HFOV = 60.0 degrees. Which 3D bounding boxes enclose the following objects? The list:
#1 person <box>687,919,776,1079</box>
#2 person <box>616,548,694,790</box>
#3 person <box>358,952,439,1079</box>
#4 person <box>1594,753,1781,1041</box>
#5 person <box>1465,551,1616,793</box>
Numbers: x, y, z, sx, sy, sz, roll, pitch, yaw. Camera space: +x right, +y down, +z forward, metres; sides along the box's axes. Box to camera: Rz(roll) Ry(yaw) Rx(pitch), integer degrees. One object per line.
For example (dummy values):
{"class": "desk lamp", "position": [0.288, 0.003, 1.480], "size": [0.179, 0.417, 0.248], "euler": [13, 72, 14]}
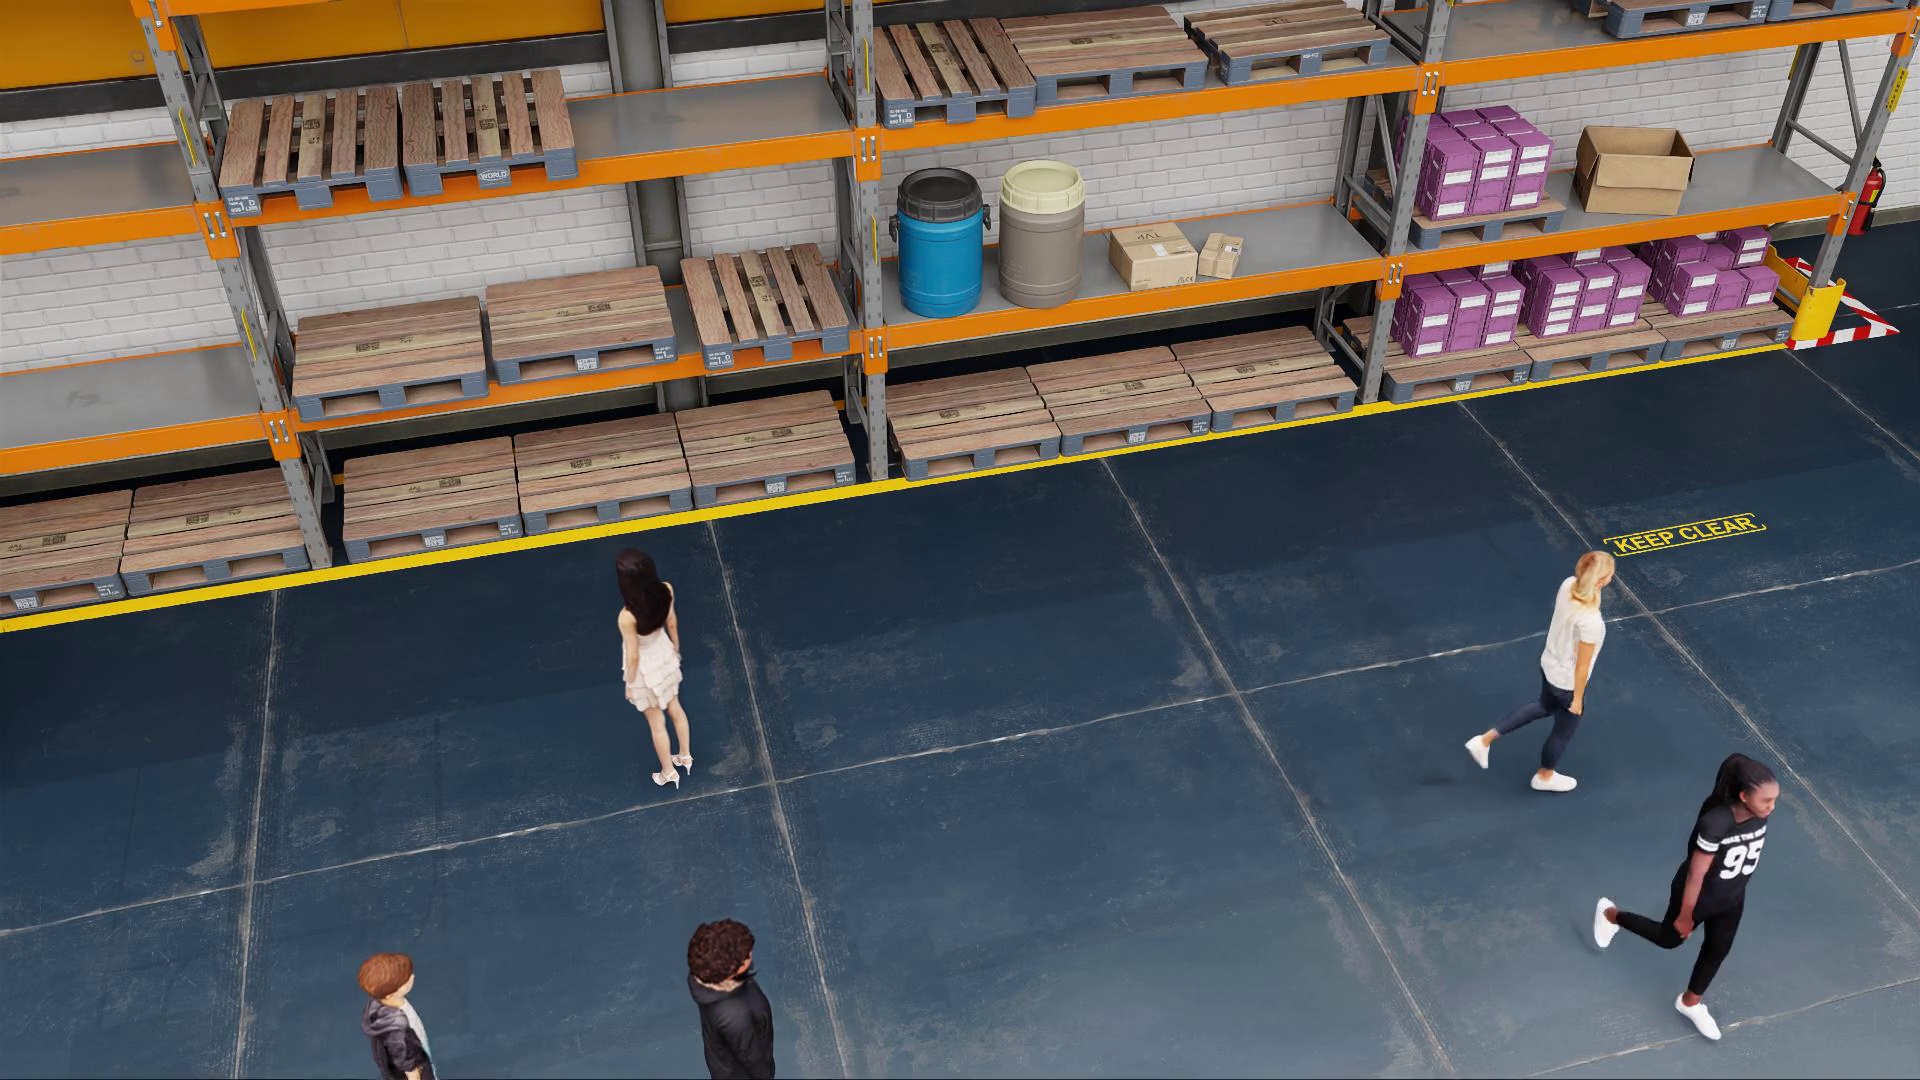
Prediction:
{"class": "person", "position": [-1.003, 2.339, 7.520], "size": [0.694, 1.781, 0.689], "euler": [-20, 43, -24]}
{"class": "person", "position": [-1.754, 0.752, 9.544], "size": [0.728, 1.736, 0.653], "euler": [23, 44, 26]}
{"class": "person", "position": [-2.591, 2.442, 7.664], "size": [0.772, 1.440, 0.638], "euler": [-18, 42, -21]}
{"class": "person", "position": [3.674, 1.723, 8.351], "size": [1.038, 1.708, 0.788], "euler": [-16, 41, -19]}
{"class": "person", "position": [3.345, 0.779, 9.464], "size": [0.971, 1.793, 0.717], "euler": [-2, 39, -2]}
